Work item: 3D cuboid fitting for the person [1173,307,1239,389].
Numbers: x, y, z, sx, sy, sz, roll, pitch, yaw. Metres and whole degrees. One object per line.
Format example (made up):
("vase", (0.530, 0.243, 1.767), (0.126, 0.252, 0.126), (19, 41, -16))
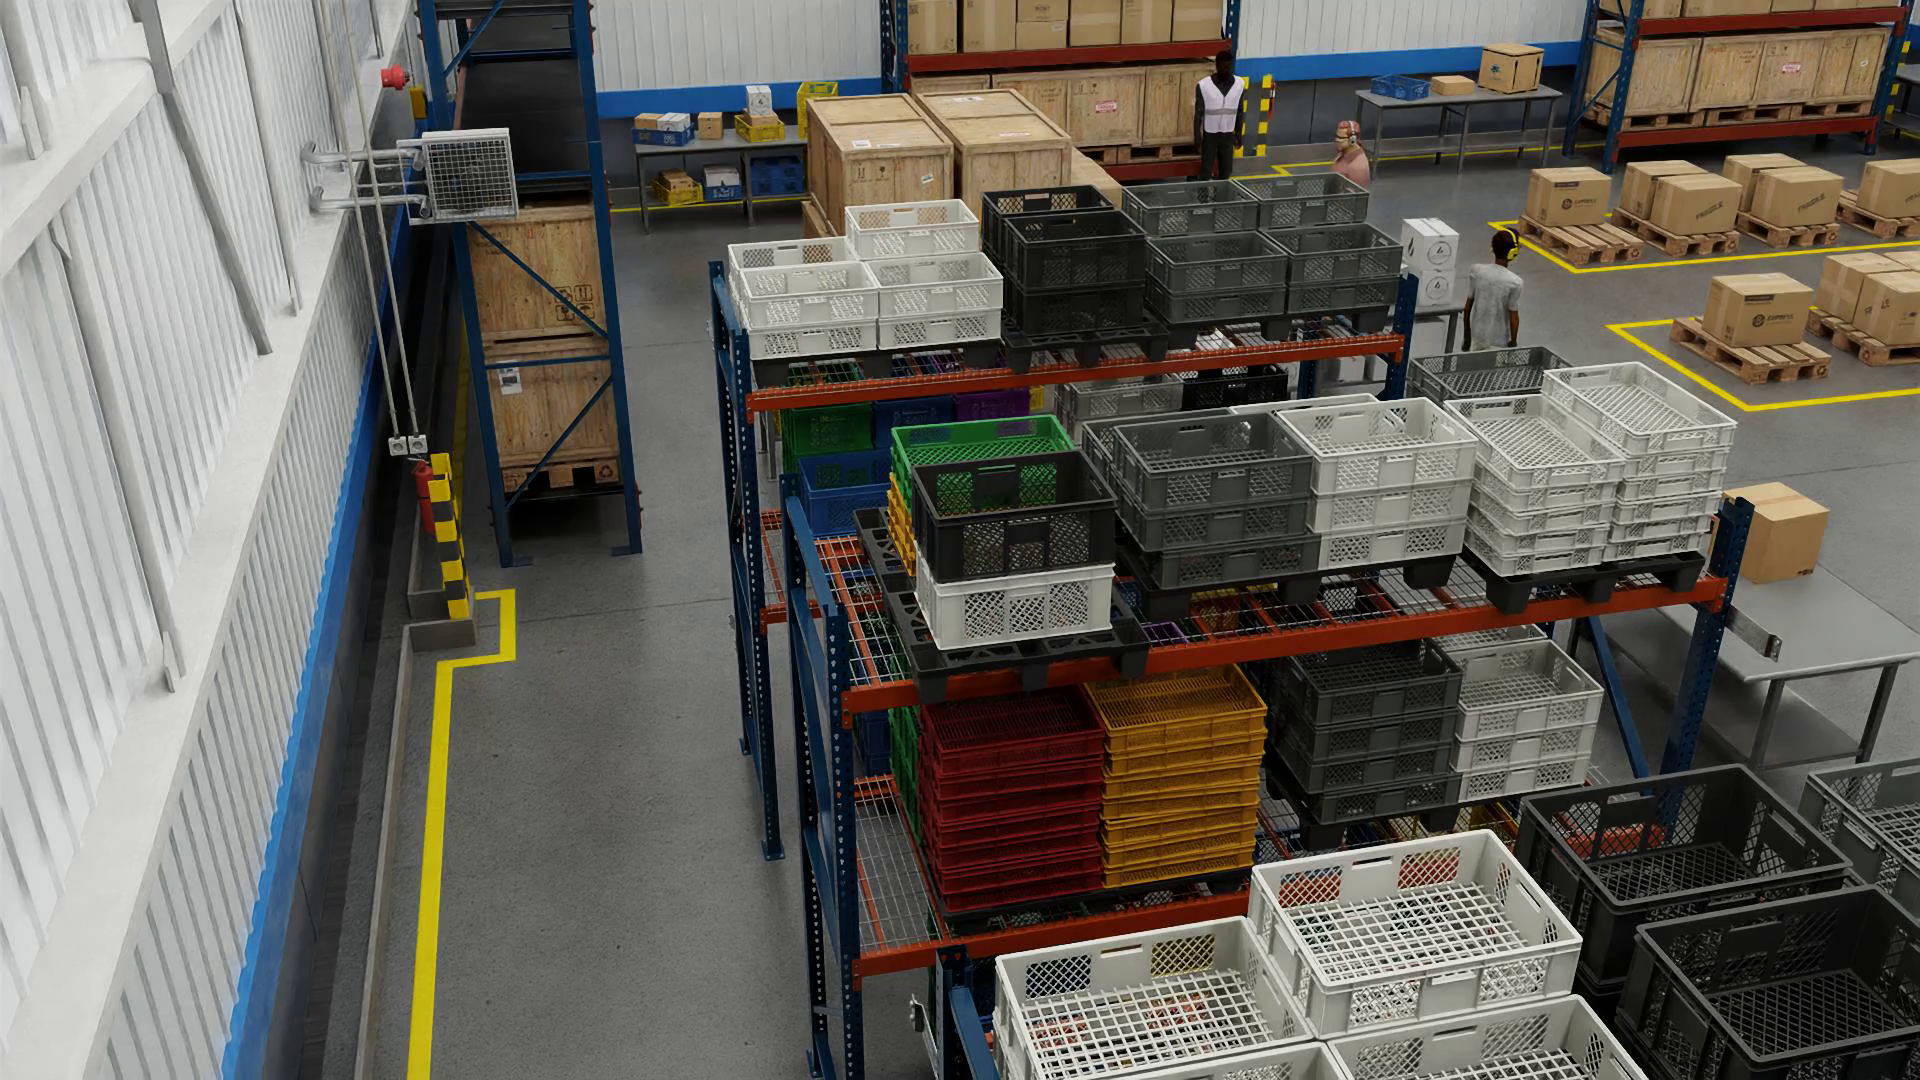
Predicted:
("person", (1.737, -0.913, 12.043), (0.567, 1.880, 0.356), (21, 35, 35))

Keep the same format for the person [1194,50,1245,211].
("person", (2.964, -4.676, 19.151), (0.597, 1.908, 0.409), (-6, 28, -12))

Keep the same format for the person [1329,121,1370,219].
("person", (3.729, -3.149, 16.262), (0.397, 1.899, 0.648), (1, 28, 1))

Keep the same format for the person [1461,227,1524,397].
("person", (4.251, -1.587, 13.332), (0.328, 1.867, 0.515), (-21, 35, -35))
